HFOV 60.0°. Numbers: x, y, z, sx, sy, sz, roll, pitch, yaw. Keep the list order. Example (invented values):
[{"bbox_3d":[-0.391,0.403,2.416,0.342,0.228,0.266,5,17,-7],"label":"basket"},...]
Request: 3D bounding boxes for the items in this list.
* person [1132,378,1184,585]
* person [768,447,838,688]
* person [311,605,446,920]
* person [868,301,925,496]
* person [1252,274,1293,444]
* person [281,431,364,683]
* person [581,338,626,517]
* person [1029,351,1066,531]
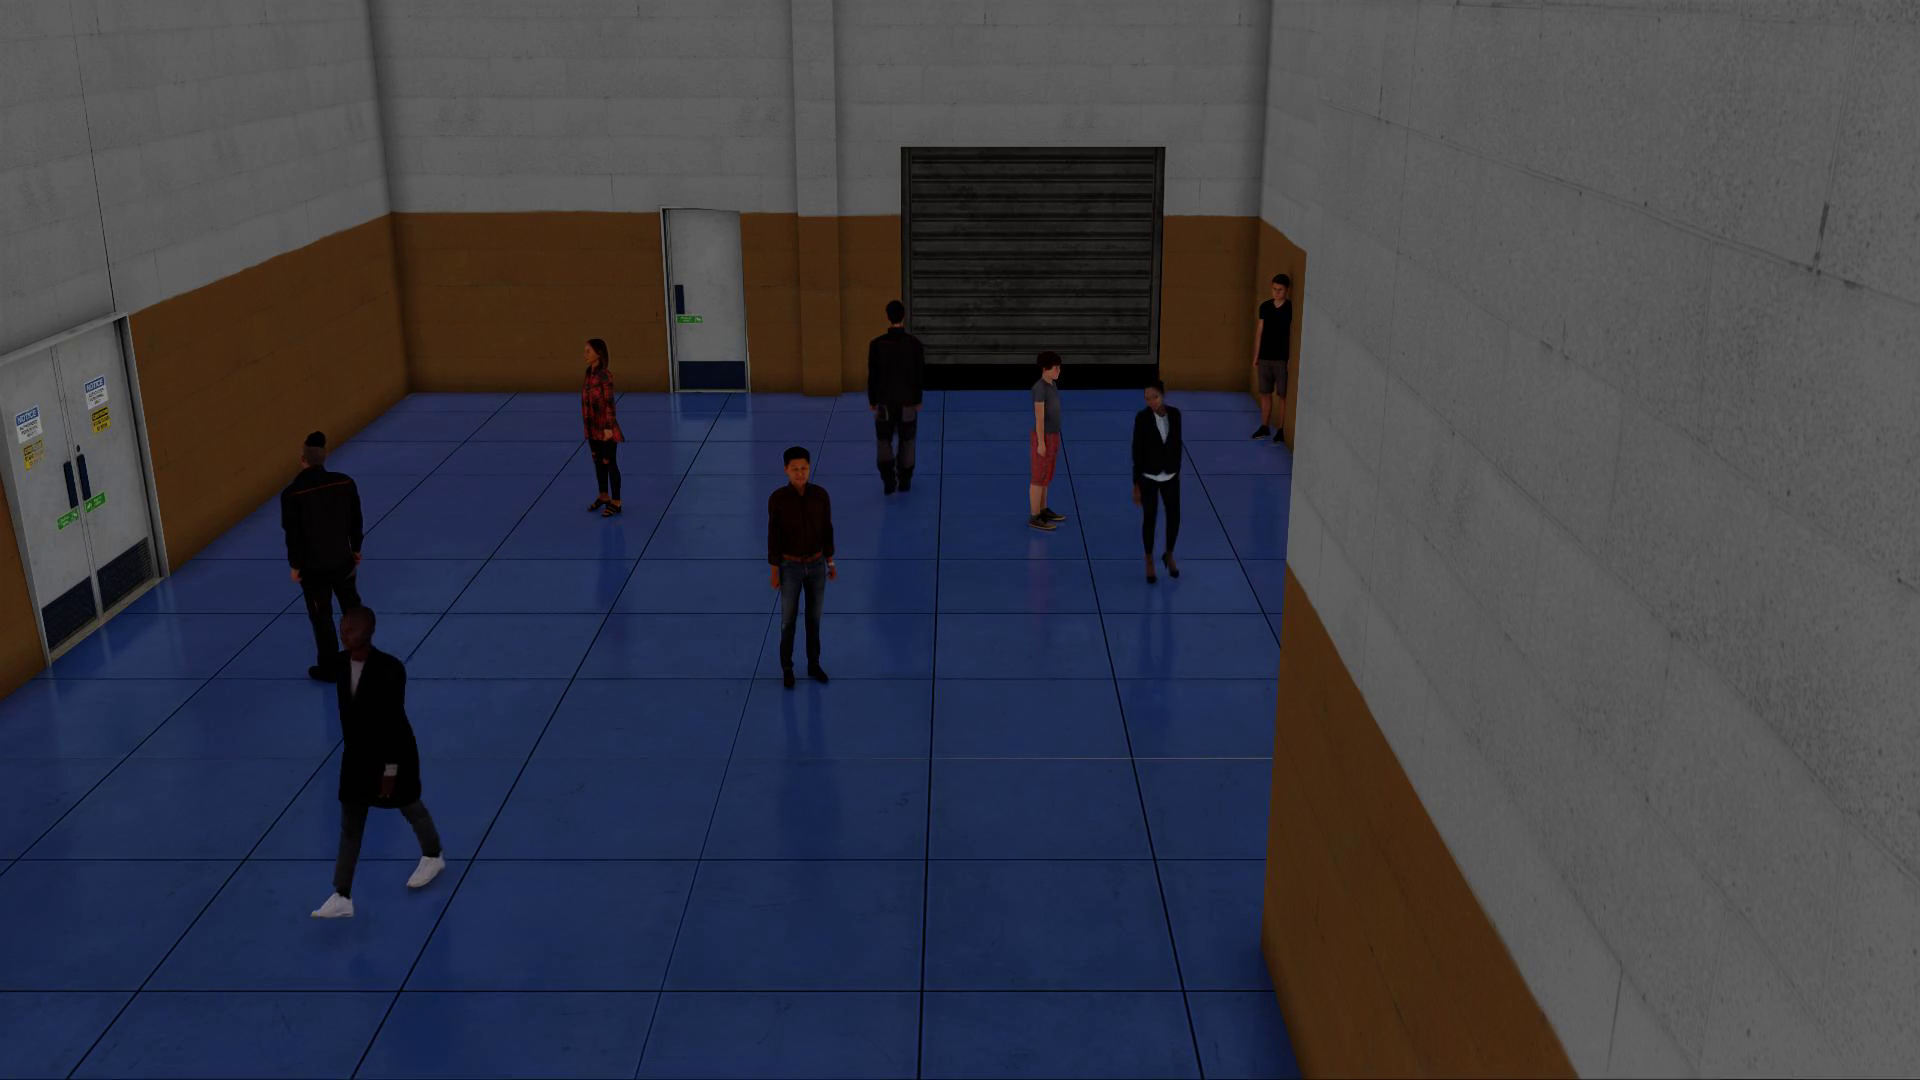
[{"bbox_3d":[1.654,-0.482,13.896,0.636,1.802,0.779,-9,21,-25],"label":"person"},{"bbox_3d":[-1.142,0.182,11.961,0.606,1.780,0.780,-8,20,-22],"label":"person"},{"bbox_3d":[-3.104,1.173,9.121,1.147,1.716,0.948,6,20,18],"label":"person"},{"bbox_3d":[-0.631,-1.379,16.345,0.868,1.938,0.797,-1,19,-4],"label":"person"},{"bbox_3d":[3.509,-2.025,18.379,0.737,1.862,0.817,15,24,37],"label":"person"},{"bbox_3d":[-4.584,0.103,12.033,0.873,1.860,0.837,16,24,38],"label":"person"},{"bbox_3d":[-3.415,-1.081,15.828,0.753,1.703,0.701,-16,25,-40],"label":"person"},{"bbox_3d":[0.789,-0.948,15.494,0.635,1.650,0.661,7,20,19],"label":"person"}]
